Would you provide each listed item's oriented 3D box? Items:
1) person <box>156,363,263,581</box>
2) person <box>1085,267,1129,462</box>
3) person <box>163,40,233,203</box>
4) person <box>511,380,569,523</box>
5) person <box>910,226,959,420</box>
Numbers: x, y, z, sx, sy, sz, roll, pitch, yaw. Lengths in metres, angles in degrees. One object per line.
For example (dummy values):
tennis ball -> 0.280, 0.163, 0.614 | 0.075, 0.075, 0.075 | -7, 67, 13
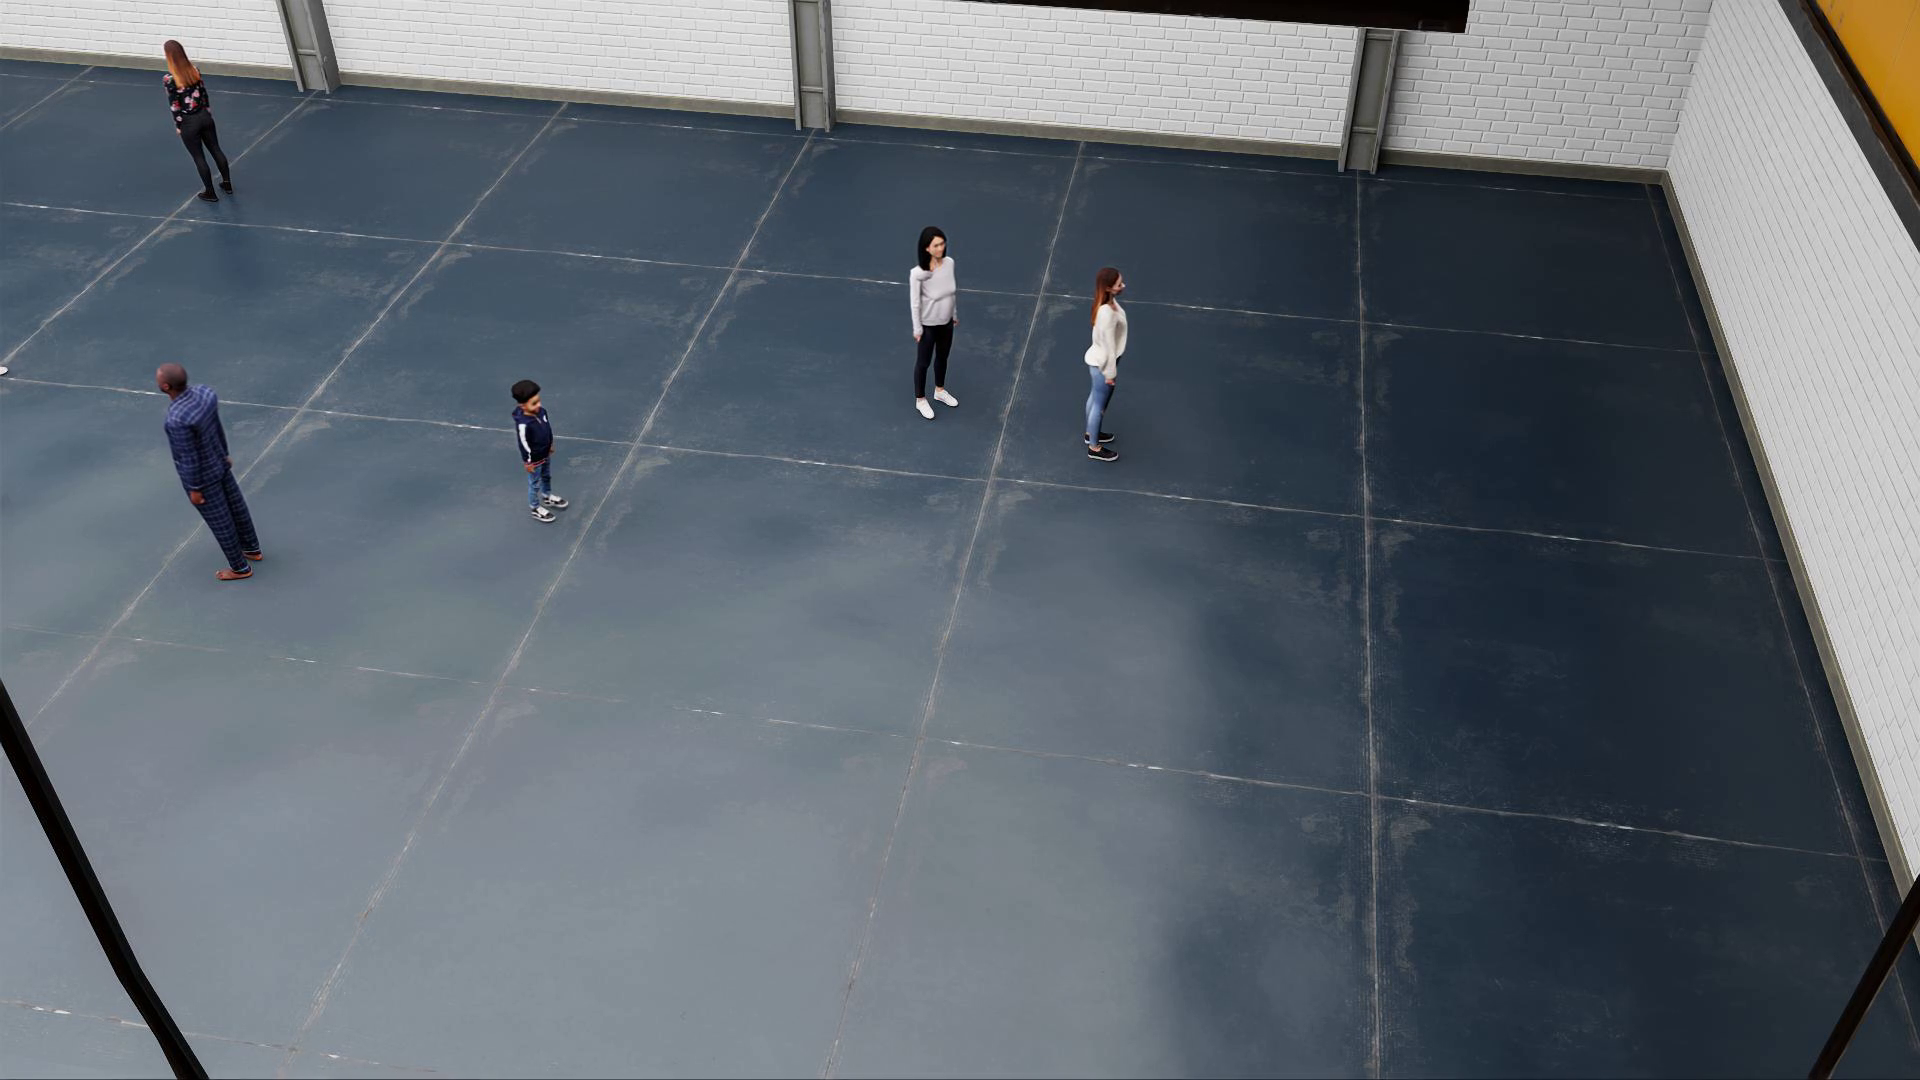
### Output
person -> -5.467, -0.506, 12.068 | 0.564, 1.823, 0.653 | 6, 39, 7
person -> 1.153, -1.426, 13.325 | 0.594, 1.692, 0.657 | 0, 39, 0
person -> -7.767, -4.267, 16.889 | 0.621, 1.683, 0.632 | 21, 43, 25
person -> -3.267, -0.704, 12.798 | 0.516, 1.222, 0.543 | 13, 41, 16
person -> -0.218, -1.831, 13.826 | 0.710, 1.700, 0.746 | -30, 47, -32
